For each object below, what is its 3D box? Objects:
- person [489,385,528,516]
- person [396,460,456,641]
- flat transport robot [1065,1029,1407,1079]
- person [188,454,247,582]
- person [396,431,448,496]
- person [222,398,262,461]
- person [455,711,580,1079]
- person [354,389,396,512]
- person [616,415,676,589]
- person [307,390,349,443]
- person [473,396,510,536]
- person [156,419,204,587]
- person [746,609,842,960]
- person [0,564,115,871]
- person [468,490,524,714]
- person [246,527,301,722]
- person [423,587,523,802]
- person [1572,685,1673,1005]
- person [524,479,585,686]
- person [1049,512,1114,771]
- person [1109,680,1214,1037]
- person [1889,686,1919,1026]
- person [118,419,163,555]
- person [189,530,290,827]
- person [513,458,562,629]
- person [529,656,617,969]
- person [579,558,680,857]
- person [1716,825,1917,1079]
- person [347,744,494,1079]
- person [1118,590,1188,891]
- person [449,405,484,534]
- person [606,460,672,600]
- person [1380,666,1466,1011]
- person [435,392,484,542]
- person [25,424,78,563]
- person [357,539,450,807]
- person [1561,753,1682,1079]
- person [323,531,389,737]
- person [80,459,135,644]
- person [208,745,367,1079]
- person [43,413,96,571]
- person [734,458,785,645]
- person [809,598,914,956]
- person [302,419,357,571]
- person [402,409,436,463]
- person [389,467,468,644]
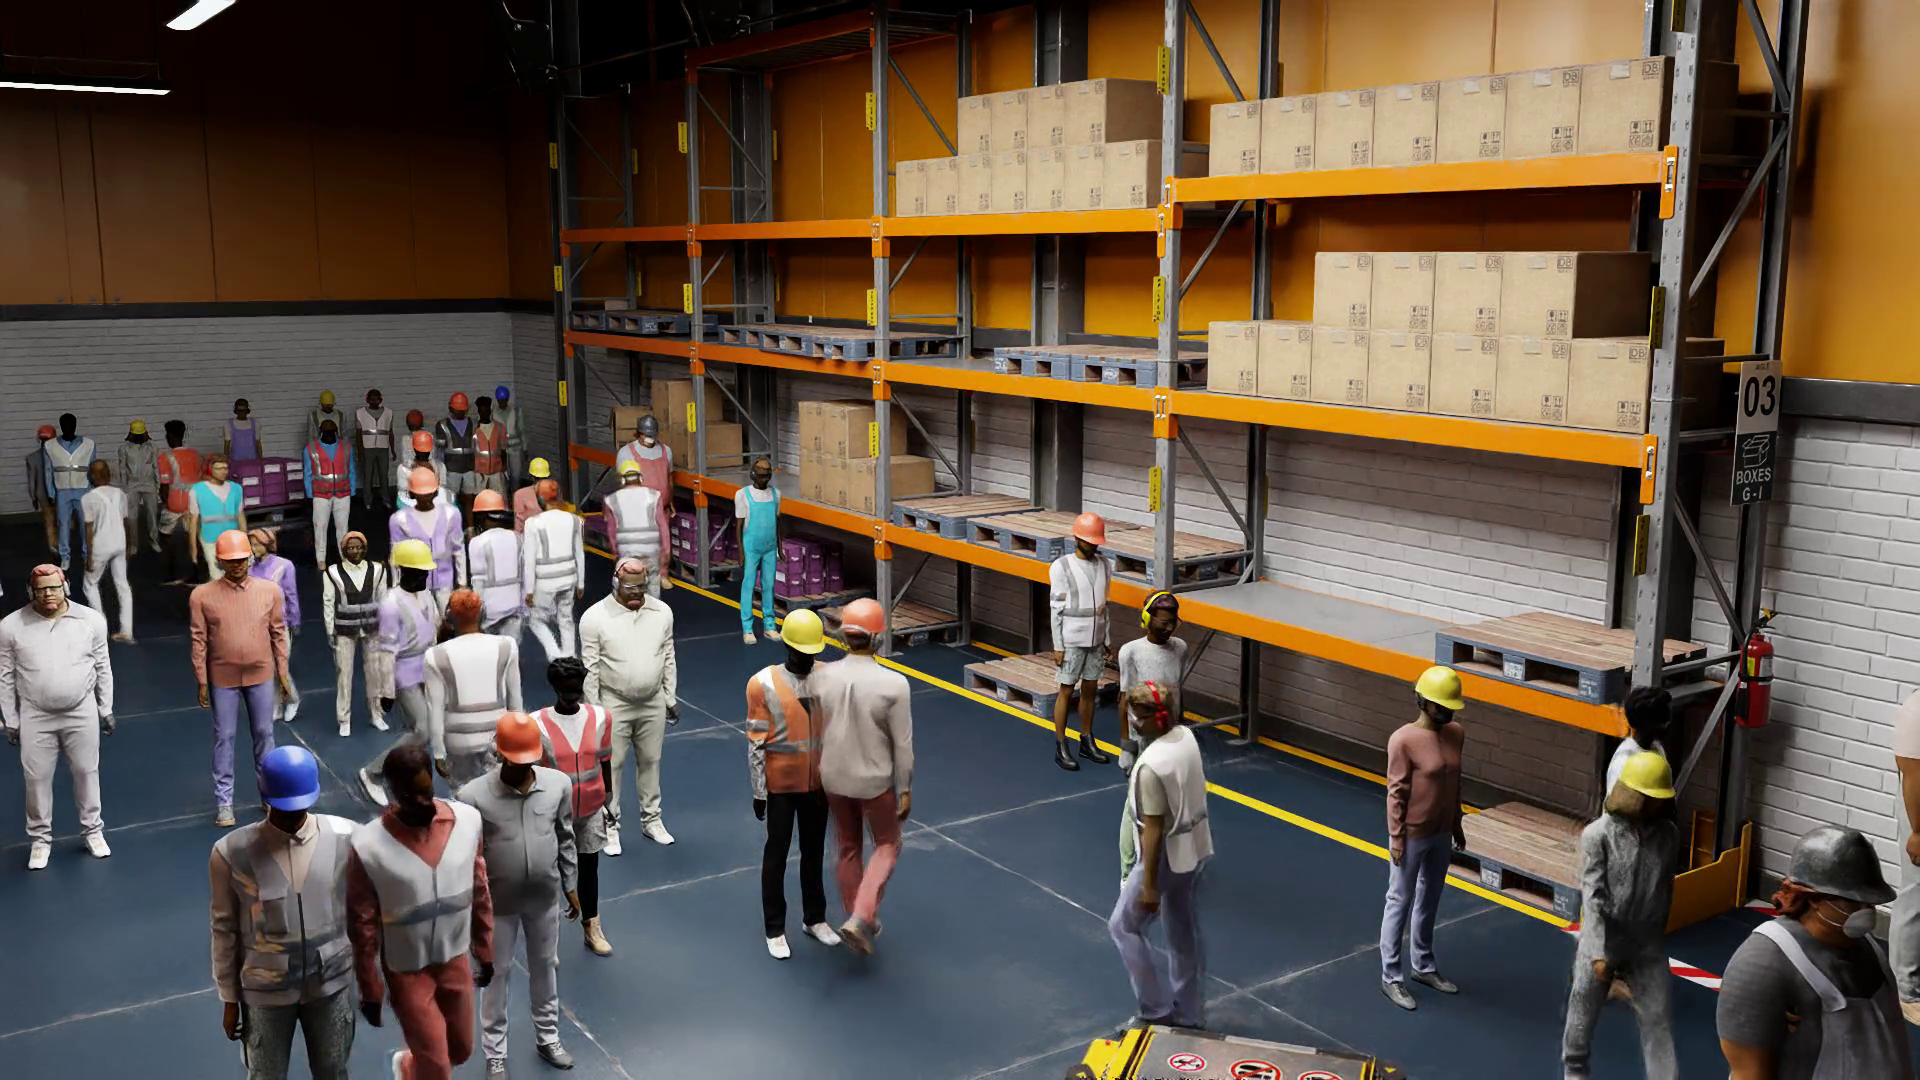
[{"bbox_3d":[-6.741,-1.353,24.718,0.602,1.923,0.852,-3,10,-19],"label":"person"},{"bbox_3d":[-5.213,0.124,16.341,0.650,1.822,0.633,9,13,41],"label":"person"},{"bbox_3d":[1.219,2.430,7.344,1.431,0.197,0.652,3,10,18],"label":"flat transport robot"},{"bbox_3d":[-7.471,0.041,16.787,0.453,1.829,0.605,7,12,34],"label":"person"},{"bbox_3d":[-5.824,-0.232,18.113,0.543,1.928,0.370,-6,12,-33],"label":"person"},{"bbox_3d":[-10.004,-1.064,23.256,0.505,1.840,0.346,-6,12,-33],"label":"person"},{"bbox_3d":[-2.026,1.635,7.691,0.561,1.743,0.336,-6,12,-33],"label":"person"},{"bbox_3d":[-8.743,-1.342,24.892,0.563,1.838,0.390,-6,12,-33],"label":"person"},{"bbox_3d":[-3.528,-0.428,18.929,0.677,2.000,0.536,-6,12,-33],"label":"person"},{"bbox_3d":[-9.431,-1.331,24.870,0.588,1.823,0.403,-6,12,-33],"label":"person"},{"bbox_3d":[-6.312,-0.944,22.178,0.603,1.966,0.368,-6,12,-33],"label":"person"},{"bbox_3d":[-9.022,-0.416,19.147,0.697,1.936,0.650,5,11,25],"label":"person"},{"bbox_3d":[-0.871,1.311,9.085,0.585,1.918,0.378,-6,12,-33],"label":"person"},{"bbox_3d":[-5.641,1.090,10.414,0.638,1.910,0.407,-6,12,-33],"label":"person"},{"bbox_3d":[-3.841,0.541,13.613,0.696,1.908,0.568,7,12,35],"label":"person"},{"bbox_3d":[-5.613,0.706,13.493,0.534,1.627,0.381,3,10,16],"label":"person"},{"bbox_3d":[-2.862,1.206,9.908,0.579,1.859,0.818,-5,11,-26],"label":"person"},{"bbox_3d":[3.401,1.549,8.342,0.358,1.684,0.551,7,12,36],"label":"person"},{"bbox_3d":[-3.576,0.388,14.635,0.611,1.869,0.419,-9,13,-44],"label":"person"},{"bbox_3d":[0.925,0.743,12.390,0.543,1.928,0.370,-6,12,-33],"label":"person"},{"bbox_3d":[0.955,1.542,8.047,0.531,1.814,0.624,6,11,33],"label":"person"},{"bbox_3d":[4.964,1.390,8.259,0.677,2.000,0.536,-6,12,-33],"label":"person"},{"bbox_3d":[-10.489,-0.682,21.318,0.484,1.736,0.306,-6,12,-33],"label":"person"},{"bbox_3d":[-4.831,0.913,11.190,0.609,1.995,0.378,-6,12,-33],"label":"person"},{"bbox_3d":[-4.314,0.023,17.112,0.523,1.760,0.324,-6,12,-33],"label":"person"},{"bbox_3d":[-2.101,1.445,8.955,0.533,1.693,0.319,-6,12,-33],"label":"person"},{"bbox_3d":[-2.095,1.052,10.654,0.638,1.903,0.408,-6,12,-33],"label":"person"},{"bbox_3d":[2.753,1.893,5.309,0.677,2.000,0.536,-6,12,-33],"label":"person"},{"bbox_3d":[-2.226,1.714,6.827,0.752,1.884,0.606,9,13,44],"label":"person"},{"bbox_3d":[1.160,1.209,9.846,0.514,1.865,0.329,-6,12,-33],"label":"person"},{"bbox_3d":[-6.780,-0.979,22.767,0.534,1.843,0.408,8,12,38],"label":"person"},{"bbox_3d":[-3.208,0.087,16.729,0.652,1.762,0.906,-1,10,-6],"label":"person"},{"bbox_3d":[2.382,1.495,8.474,0.523,1.760,0.324,-6,12,-33],"label":"person"},{"bbox_3d":[-6.582,-0.939,21.950,0.605,2.034,0.387,-6,12,-33],"label":"person"},{"bbox_3d":[-11.219,-0.562,20.573,0.589,1.737,0.395,-1,10,-3],"label":"person"},{"bbox_3d":[-3.792,0.928,11.387,0.532,1.904,0.582,1,10,3],"label":"person"},{"bbox_3d":[2.893,1.749,7.157,0.498,1.697,0.867,-1,10,-8],"label":"person"},{"bbox_3d":[-4.801,0.737,13.265,0.513,1.641,0.309,-6,12,-33],"label":"person"},{"bbox_3d":[-8.448,0.111,16.391,0.726,1.820,0.535,5,11,27],"label":"person"},{"bbox_3d":[-2.600,1.736,6.531,0.602,1.939,0.399,-6,12,-33],"label":"person"},{"bbox_3d":[-10.826,-0.597,20.295,0.588,1.914,0.392,-6,12,-33],"label":"person"},{"bbox_3d":[-1.966,0.103,16.405,0.505,1.840,0.346,-6,12,-33],"label":"person"},{"bbox_3d":[-0.546,1.297,8.972,0.626,1.976,0.564,4,10,20],"label":"person"},{"bbox_3d":[-7.664,-0.555,20.280,0.622,1.838,0.429,-6,12,-33],"label":"person"},{"bbox_3d":[-6.921,-0.737,21.302,0.418,1.856,0.596,4,11,23],"label":"person"},{"bbox_3d":[-4.585,0.354,14.408,0.666,2.019,0.567,-5,11,-29],"label":"person"}]
